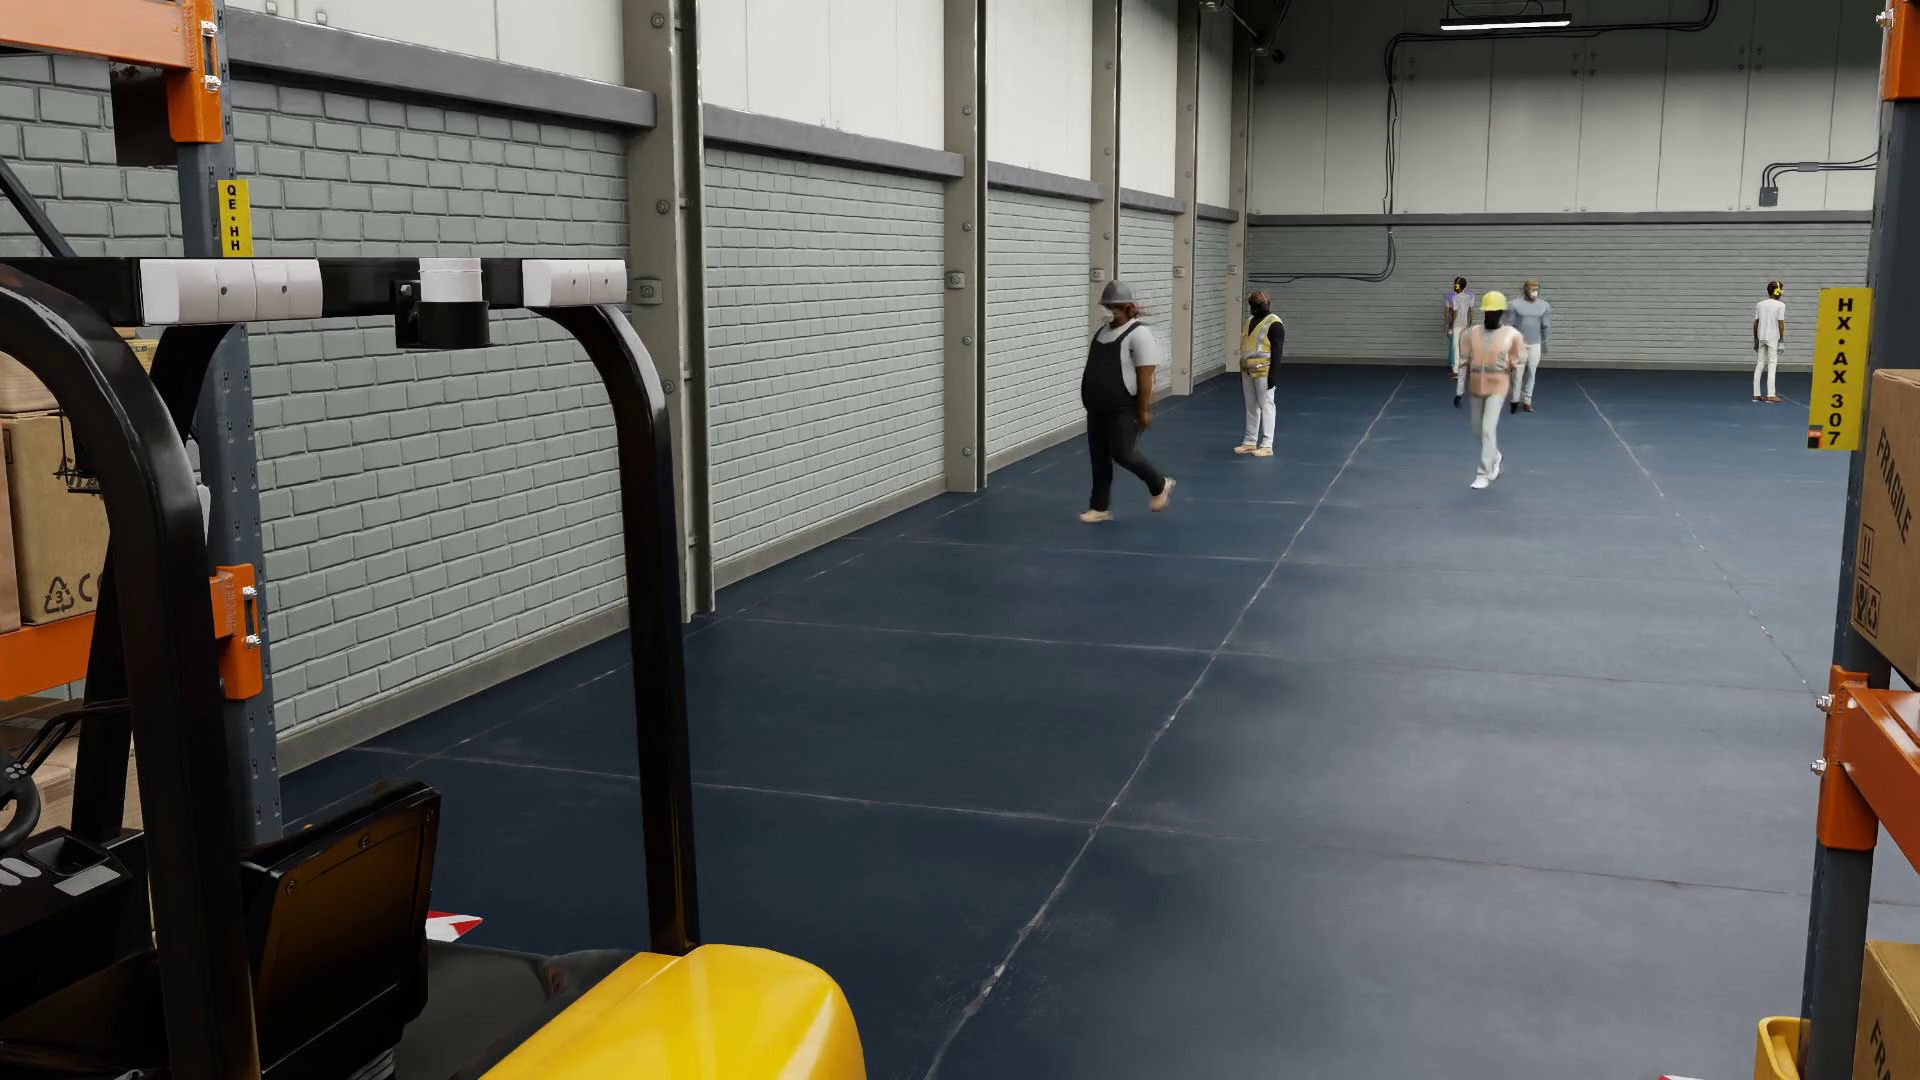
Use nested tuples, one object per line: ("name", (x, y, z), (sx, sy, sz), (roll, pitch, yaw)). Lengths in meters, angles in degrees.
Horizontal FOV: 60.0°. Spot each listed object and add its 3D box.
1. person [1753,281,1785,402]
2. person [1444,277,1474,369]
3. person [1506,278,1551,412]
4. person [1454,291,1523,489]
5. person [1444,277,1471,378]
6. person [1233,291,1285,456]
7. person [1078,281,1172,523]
("person", (12.480, -3.053, 25.653), (0.335, 1.865, 0.519), (-5, 11, -27))
("person", (9.998, -4.338, 33.348), (0.564, 1.847, 0.396), (2, 10, 11))
("person", (8.175, -2.795, 23.940), (0.649, 1.920, 0.436), (0, 10, 1))
("person", (5.157, -1.468, 16.126), (0.591, 1.899, 0.843), (9, 13, 41))
("person", (9.301, -3.968, 31.068), (0.512, 1.877, 0.328), (-8, 12, -38))
("person", (3.334, -1.855, 18.599), (0.429, 1.839, 0.623), (-5, 11, -27))
("person", (1.357, -1.161, 13.856), (0.758, 2.000, 0.692), (-6, 11, -32))
